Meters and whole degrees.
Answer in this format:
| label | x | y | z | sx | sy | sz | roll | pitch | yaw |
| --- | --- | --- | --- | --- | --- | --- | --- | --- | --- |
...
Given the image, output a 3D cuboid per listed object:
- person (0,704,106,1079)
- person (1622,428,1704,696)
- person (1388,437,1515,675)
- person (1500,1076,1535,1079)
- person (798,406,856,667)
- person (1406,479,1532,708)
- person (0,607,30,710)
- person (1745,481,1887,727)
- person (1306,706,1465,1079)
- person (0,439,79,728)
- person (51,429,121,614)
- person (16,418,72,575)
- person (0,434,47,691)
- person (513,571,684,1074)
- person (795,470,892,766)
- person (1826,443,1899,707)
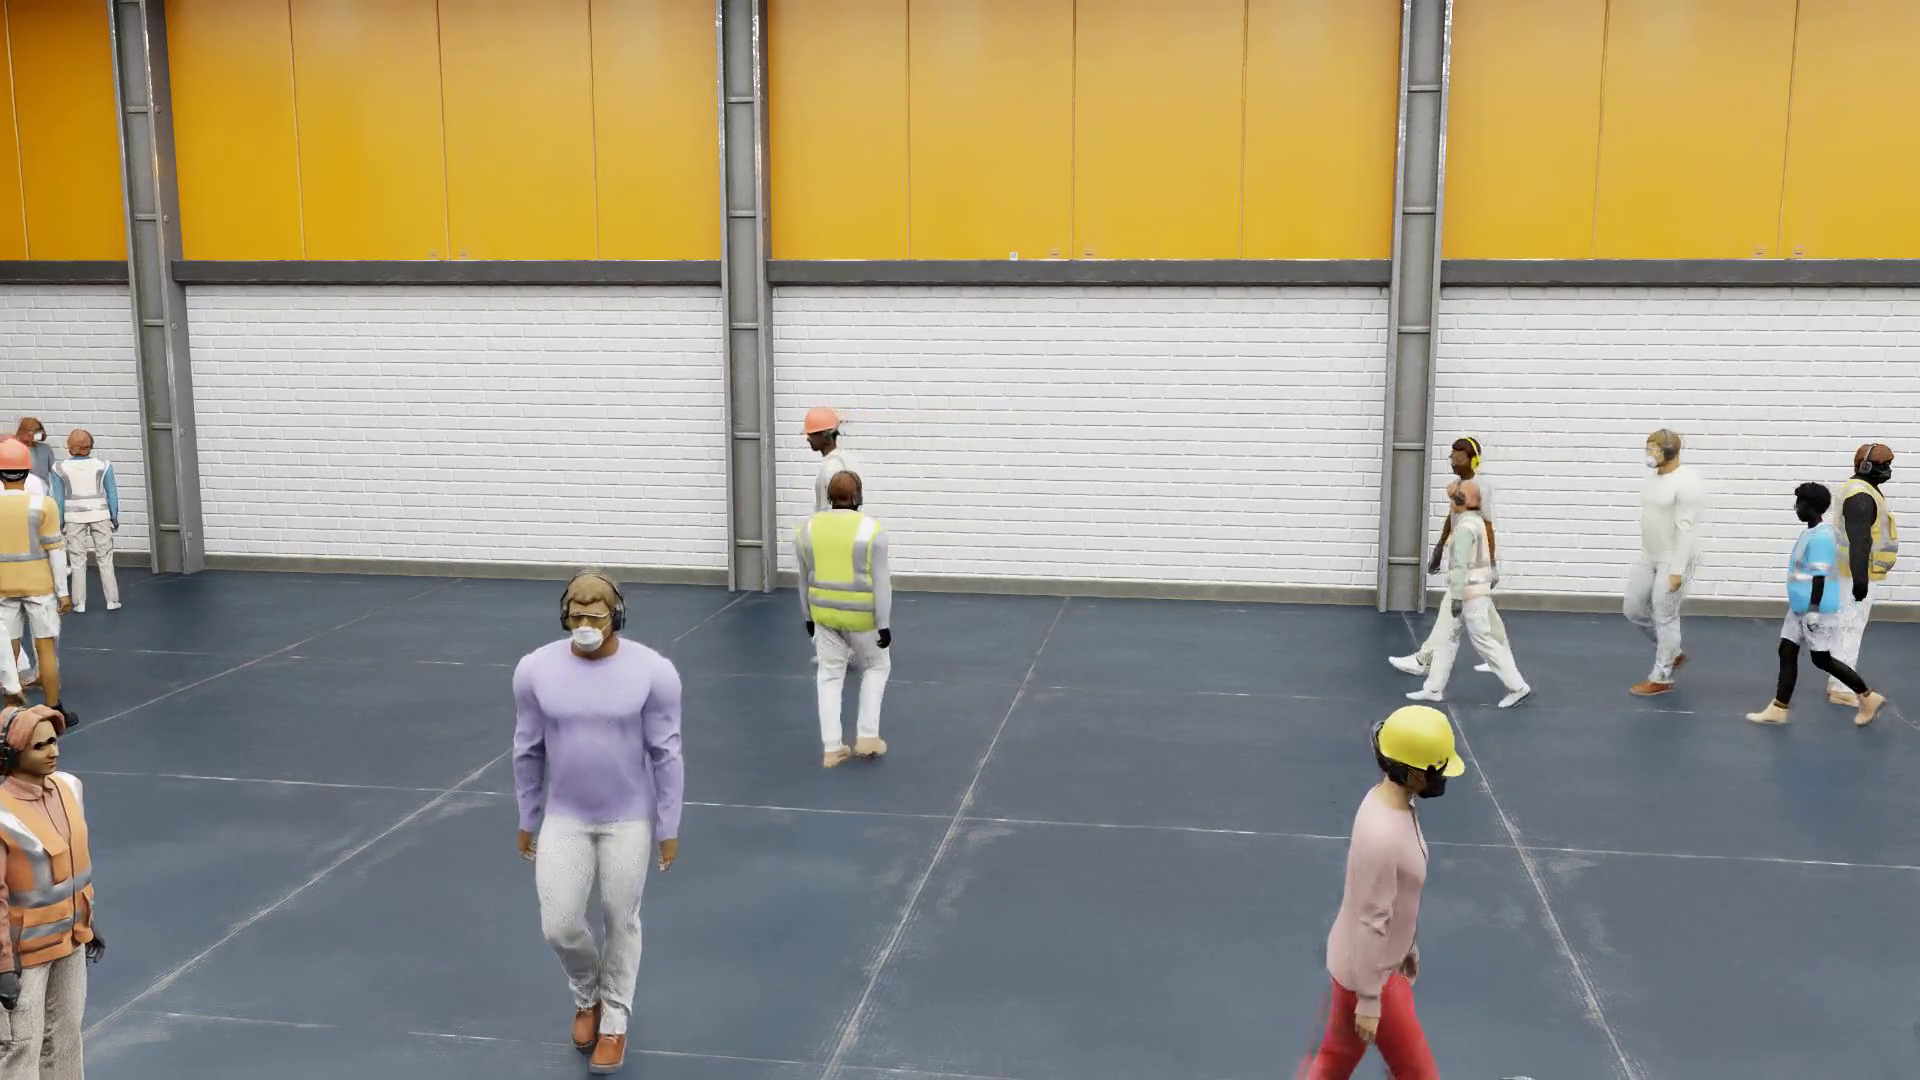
| label | x | y | z | sx | sy | sz | roll | pitch | yaw |
| --- | --- | --- | --- | --- | --- | --- | --- | --- | --- |
| person | -3.015 | 1.342 | 5.456 | 0.307 | 1.641 | 0.513 | 1 | 9 | 4 |
| person | 5.011 | 0.164 | 11.832 | 0.453 | 1.923 | 0.641 | -2 | 9 | -13 |
| person | 3.748 | 0.132 | 12.421 | 1.007 | 1.806 | 0.544 | 0 | 9 | -1 |
| person | 0.664 | 1.720 | 2.361 | 0.922 | 1.904 | 0.639 | -9 | 13 | -43 |
| person | -0.994 | -0.009 | 12.611 | 0.442 | 2.019 | 0.605 | 1 | 9 | 5 |
| person | 3.581 | 0.377 | 11.540 | 0.818 | 1.603 | 0.535 | 4 | 10 | 21 |
| person | -4.933 | 0.778 | 8.243 | 0.841 | 1.852 | 0.572 | 3 | 10 | 20 |
| person | 5.708 | 0.443 | 10.983 | 0.781 | 1.654 | 0.541 | 3 | 10 | 17 |
| person | 1.358 | 1.346 | 5.164 | 0.765 | 1.723 | 0.517 | 3 | 10 | 17 |
| person | -6.127 | 0.308 | 10.893 | 0.551 | 1.942 | 0.340 | -1 | 9 | -8 |
| person | -7.726 | -0.162 | 14.730 | 0.511 | 1.640 | 0.308 | -4 | 10 | -25 |
| person | -9.125 | -0.421 | 16.475 | 0.852 | 1.584 | 0.513 | 2 | 9 | 12 |
| person | -6.804 | 0.174 | 11.945 | 0.531 | 1.867 | 0.617 | 1 | 9 | 5 |
| person | -1.361 | 1.066 | 6.268 | 0.656 | 1.925 | 0.436 | 0 | 9 | -2 |
| person | -0.673 | 0.470 | 10.272 | 0.654 | 1.820 | 0.594 | 4 | 10 | 21 |
| person | 6.318 | 0.236 | 11.657 | 0.429 | 1.839 | 0.633 | 5 | 10 | 26 |
